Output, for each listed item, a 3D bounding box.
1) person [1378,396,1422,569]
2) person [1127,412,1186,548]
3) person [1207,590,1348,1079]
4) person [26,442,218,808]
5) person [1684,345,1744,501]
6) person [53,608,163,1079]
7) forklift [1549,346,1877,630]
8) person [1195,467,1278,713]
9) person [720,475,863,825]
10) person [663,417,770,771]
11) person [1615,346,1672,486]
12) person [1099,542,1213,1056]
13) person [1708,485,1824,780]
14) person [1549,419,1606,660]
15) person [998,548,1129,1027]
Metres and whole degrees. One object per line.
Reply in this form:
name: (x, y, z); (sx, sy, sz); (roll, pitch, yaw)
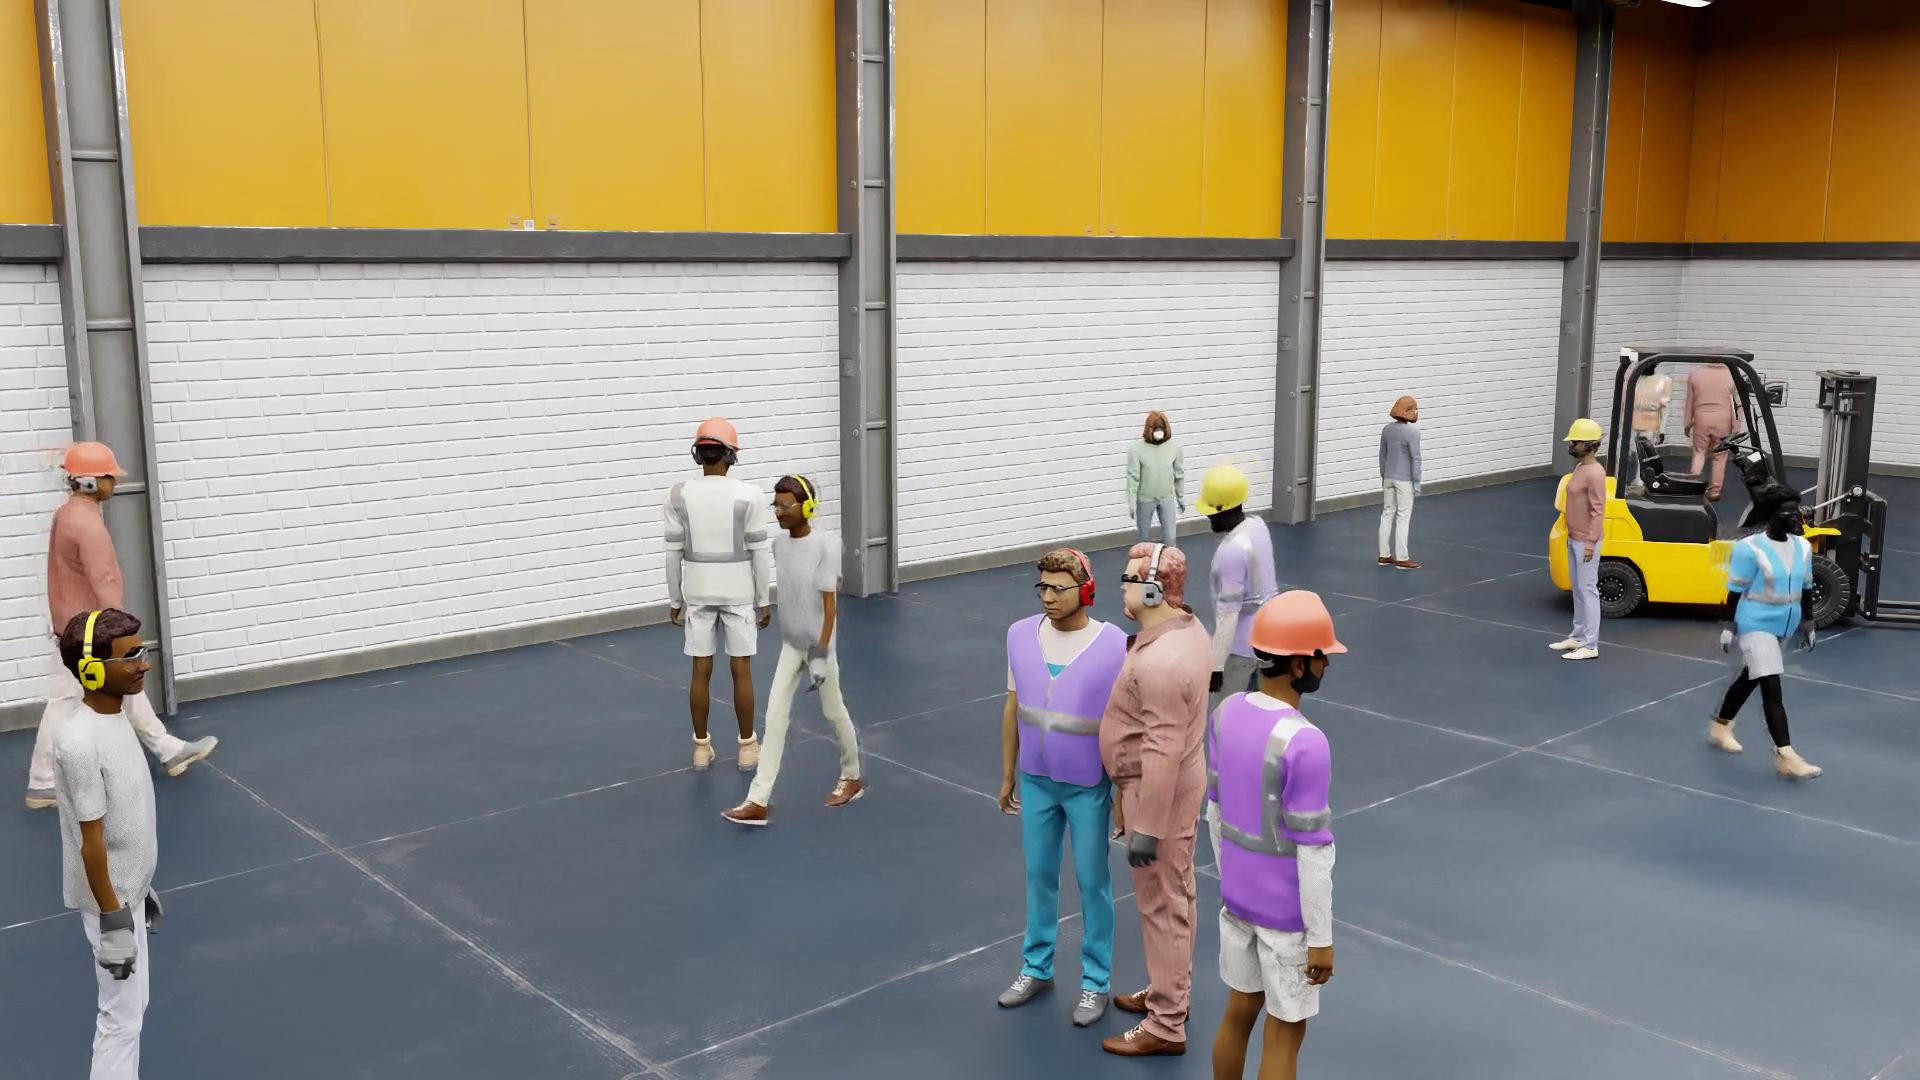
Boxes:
person: (4.169, -0.549, 15.744); (0.271, 1.632, 0.503); (-5, 11, -27)
person: (1.719, -0.308, 14.419); (0.561, 1.597, 0.752); (-1, 10, -8)
person: (0.994, 1.107, 5.159); (0.360, 1.935, 0.552); (-4, 11, -23)
person: (-4.605, 0.443, 9.006); (1.044, 1.941, 0.642); (-7, 12, -35)
person: (9.003, -1.385, 19.889); (0.665, 1.888, 0.539); (7, 12, 35)
person: (-2.615, 1.131, 5.216); (0.328, 1.872, 0.512); (-3, 10, -19)
forklift: (6.109, -0.478, 13.691); (2.313, 2.155, 1.214); (3, 10, 16)
person: (1.456, 0.541, 8.658); (0.395, 1.879, 0.701); (5, 11, 26)
person: (-0.822, 0.570, 8.649); (0.538, 1.816, 0.973); (7, 12, 36)
person: (-1.374, 0.315, 9.519); (0.605, 2.034, 0.389); (1, 10, 4)
person: (8.109, -1.366, 19.775); (0.632, 1.891, 0.449); (7, 12, 35)
person: (0.710, 0.952, 6.157); (0.402, 1.911, 0.638); (3, 10, 15)
person: (4.654, 0.500, 9.540); (0.545, 1.647, 0.897); (-4, 10, -20)
person: (4.541, -0.006, 12.181); (0.317, 1.767, 0.534); (1, 10, 5)
person: (0.419, 0.934, 6.436); (0.569, 1.844, 0.378); (6, 11, 31)
